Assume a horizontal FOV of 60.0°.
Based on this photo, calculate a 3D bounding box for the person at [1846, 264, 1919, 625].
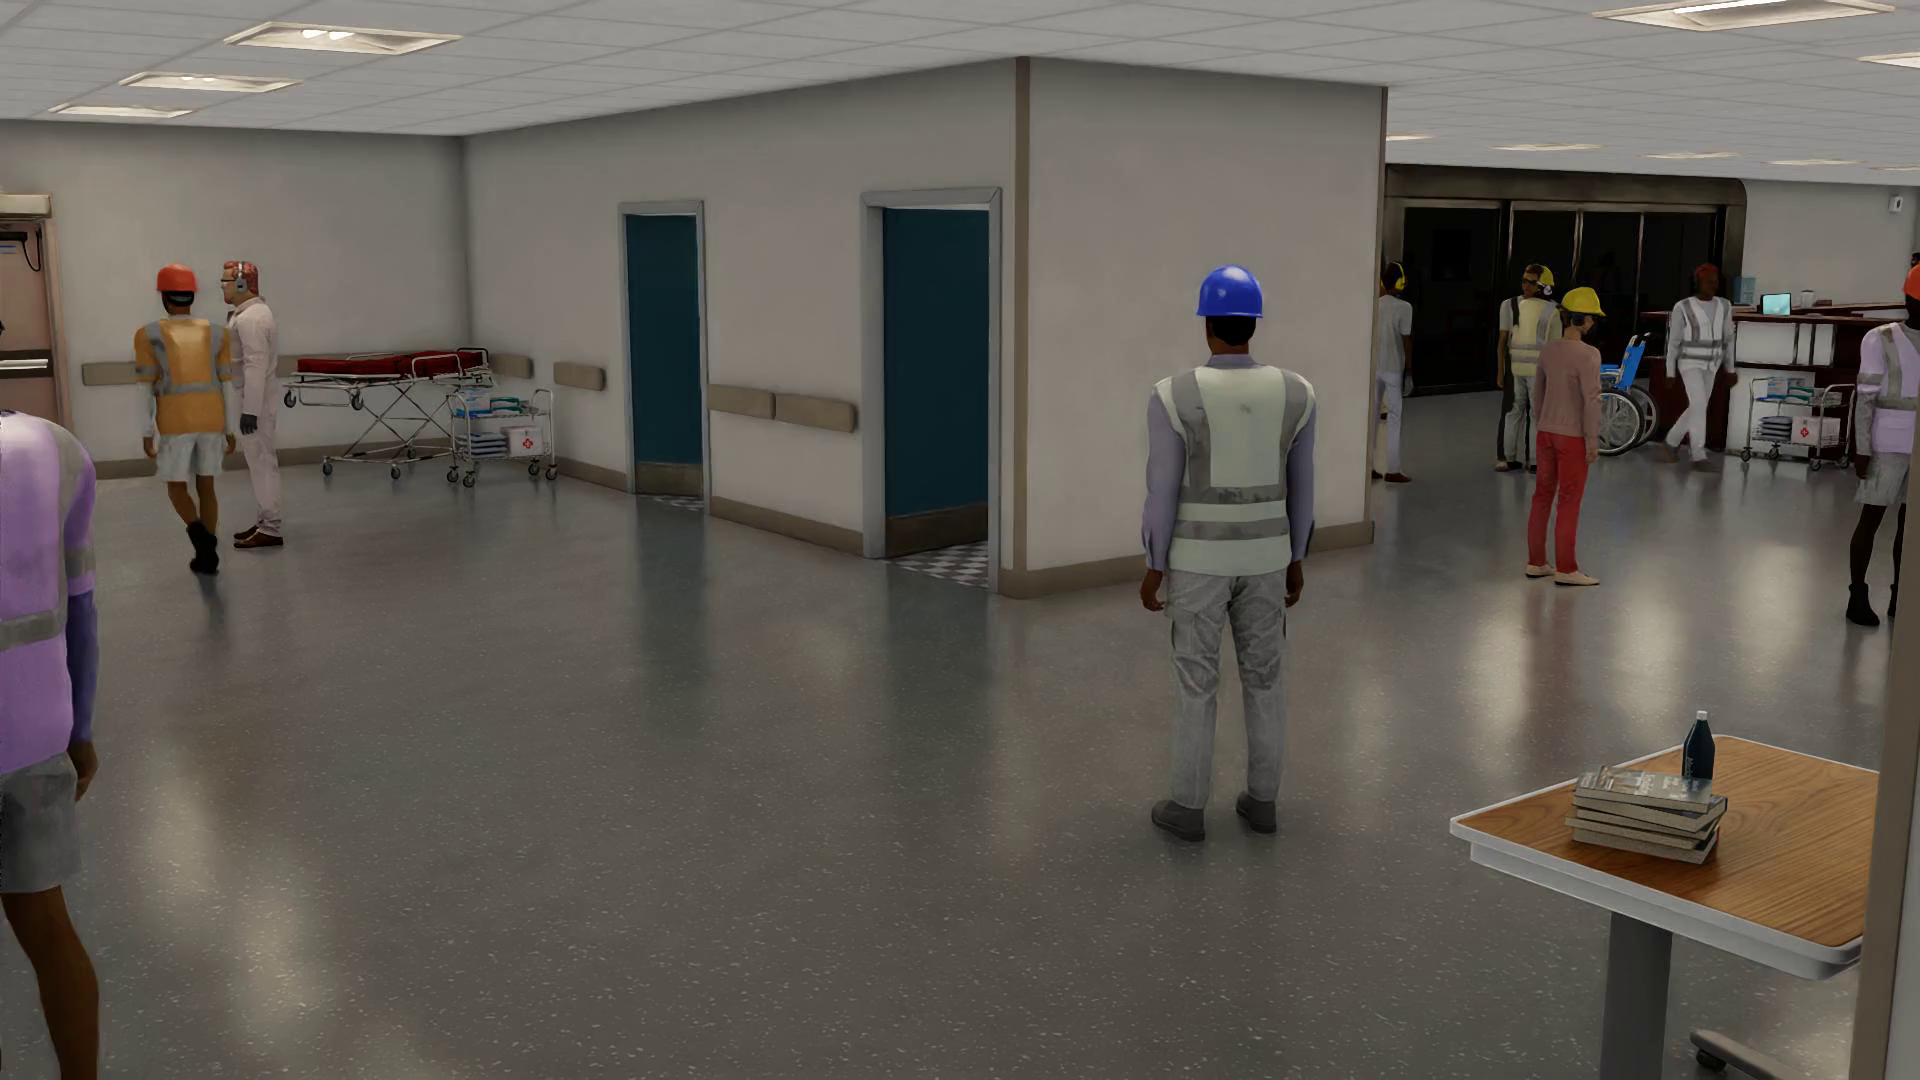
[{"bbox_3d":[5.009,-0.498,8.789,0.542,1.929,0.374,0,10,-1],"label":"person"}]

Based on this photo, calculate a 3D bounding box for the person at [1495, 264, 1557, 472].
[{"bbox_3d":[5.014,-1.513,14.711,0.505,1.842,0.347,2,10,11],"label":"person"}]

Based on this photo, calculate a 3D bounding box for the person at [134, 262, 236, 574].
[{"bbox_3d":[-4.588,-0.696,9.947,0.556,1.919,0.692,-8,13,-37],"label":"person"}]

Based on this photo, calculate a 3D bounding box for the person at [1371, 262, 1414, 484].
[{"bbox_3d":[3.617,-1.410,14.073,0.311,1.865,0.532,-8,13,-38],"label":"person"}]

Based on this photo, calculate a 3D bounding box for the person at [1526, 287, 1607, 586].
[{"bbox_3d":[3.623,-0.615,9.909,0.329,1.765,0.526,-3,11,-18],"label":"person"}]

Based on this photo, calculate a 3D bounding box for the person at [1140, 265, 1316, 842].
[{"bbox_3d":[0.901,0.055,5.635,0.613,1.947,0.388,-3,10,-14],"label":"person"}]

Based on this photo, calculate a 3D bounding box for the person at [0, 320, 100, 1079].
[{"bbox_3d":[-2.046,0.412,3.422,0.407,2.031,0.611,3,11,16],"label":"person"}]

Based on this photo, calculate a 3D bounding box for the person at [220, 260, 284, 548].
[{"bbox_3d":[-4.757,-0.906,11.138,0.407,1.908,0.641,-4,11,-21],"label":"person"}]

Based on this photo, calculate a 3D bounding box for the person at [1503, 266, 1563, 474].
[{"bbox_3d":[5.059,-1.495,14.683,0.404,1.825,0.595,-8,13,-38],"label":"person"}]

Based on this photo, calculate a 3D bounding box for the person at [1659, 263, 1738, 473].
[{"bbox_3d":[6.597,-1.559,14.963,0.576,1.855,0.893,-3,11,-17],"label":"person"}]
